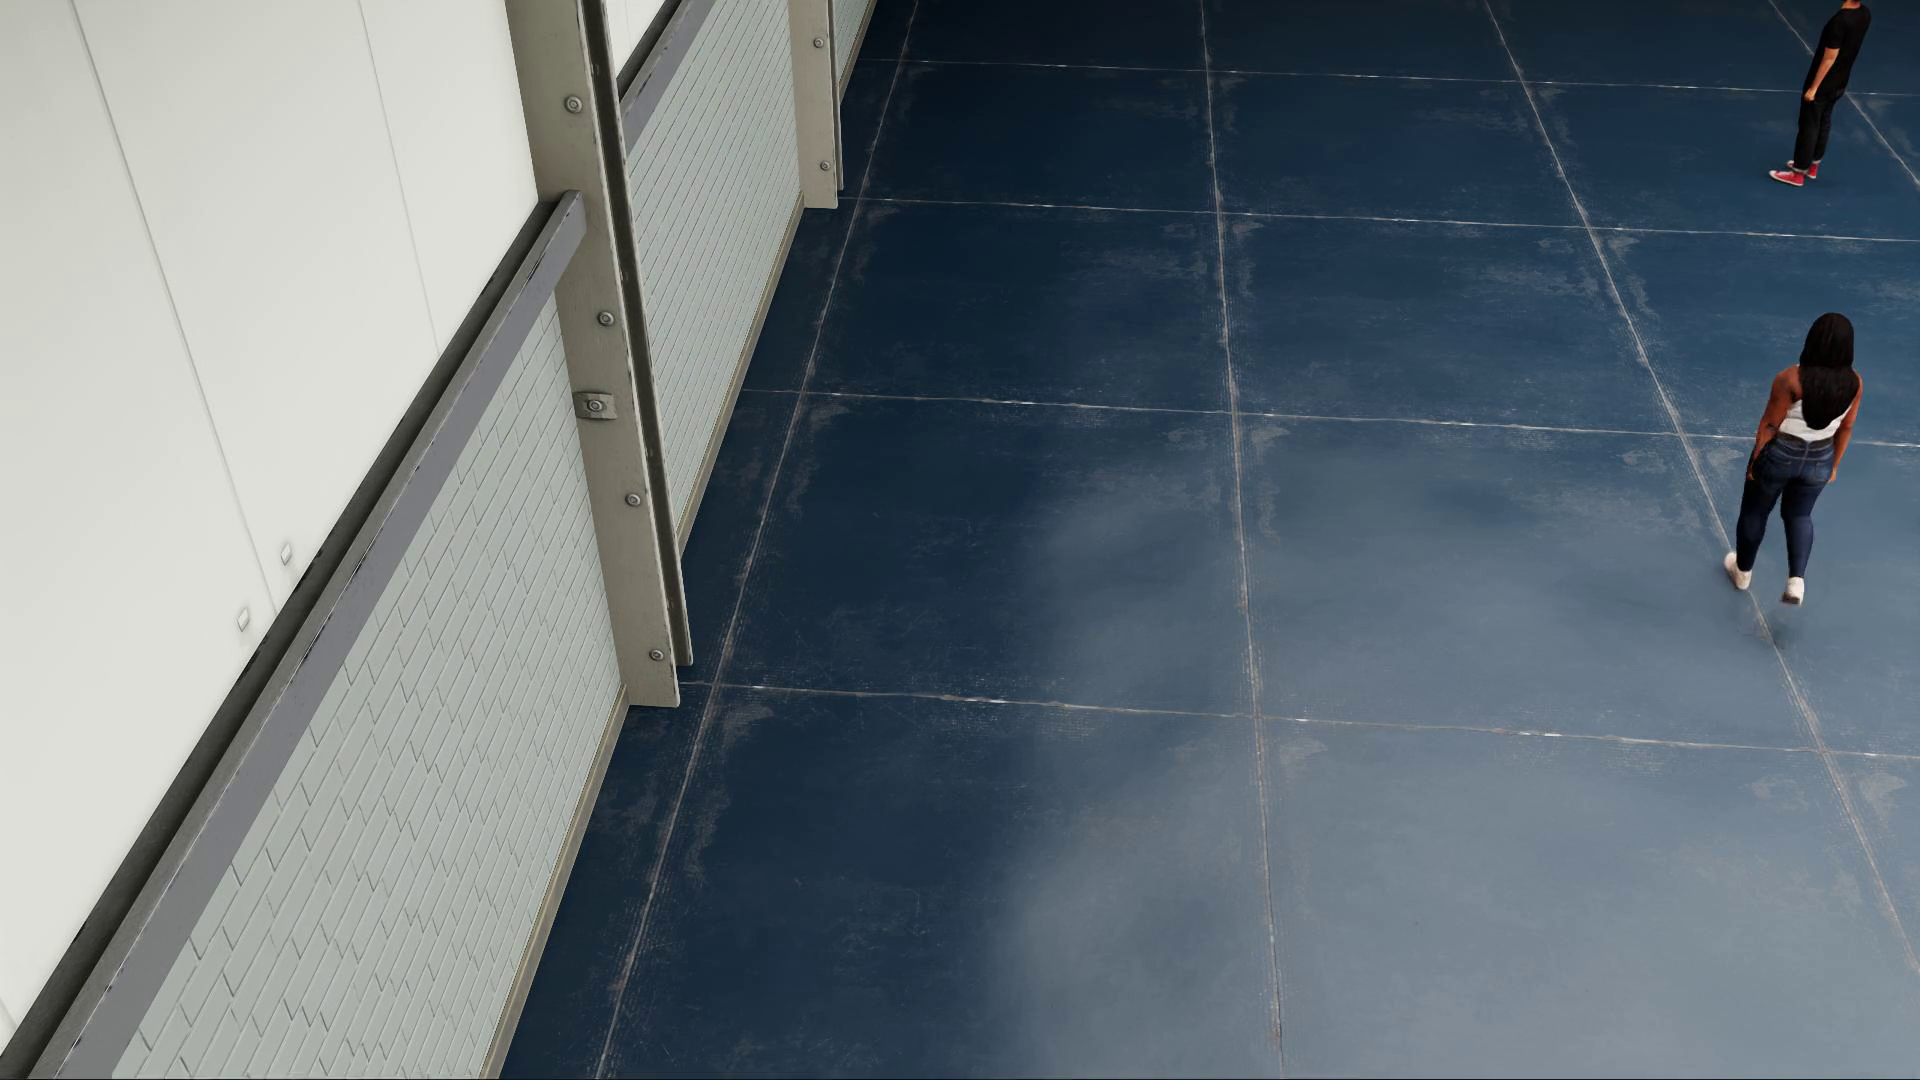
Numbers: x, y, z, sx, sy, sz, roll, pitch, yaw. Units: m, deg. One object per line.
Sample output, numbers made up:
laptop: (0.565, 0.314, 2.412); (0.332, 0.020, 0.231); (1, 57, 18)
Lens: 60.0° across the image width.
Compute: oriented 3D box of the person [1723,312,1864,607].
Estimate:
person: (4.700, -0.381, 9.353); (0.630, 1.784, 0.882); (5, 38, 6)

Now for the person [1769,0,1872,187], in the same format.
person: (7.174, -3.802, 13.749); (0.704, 1.757, 0.762); (-27, 45, -30)
